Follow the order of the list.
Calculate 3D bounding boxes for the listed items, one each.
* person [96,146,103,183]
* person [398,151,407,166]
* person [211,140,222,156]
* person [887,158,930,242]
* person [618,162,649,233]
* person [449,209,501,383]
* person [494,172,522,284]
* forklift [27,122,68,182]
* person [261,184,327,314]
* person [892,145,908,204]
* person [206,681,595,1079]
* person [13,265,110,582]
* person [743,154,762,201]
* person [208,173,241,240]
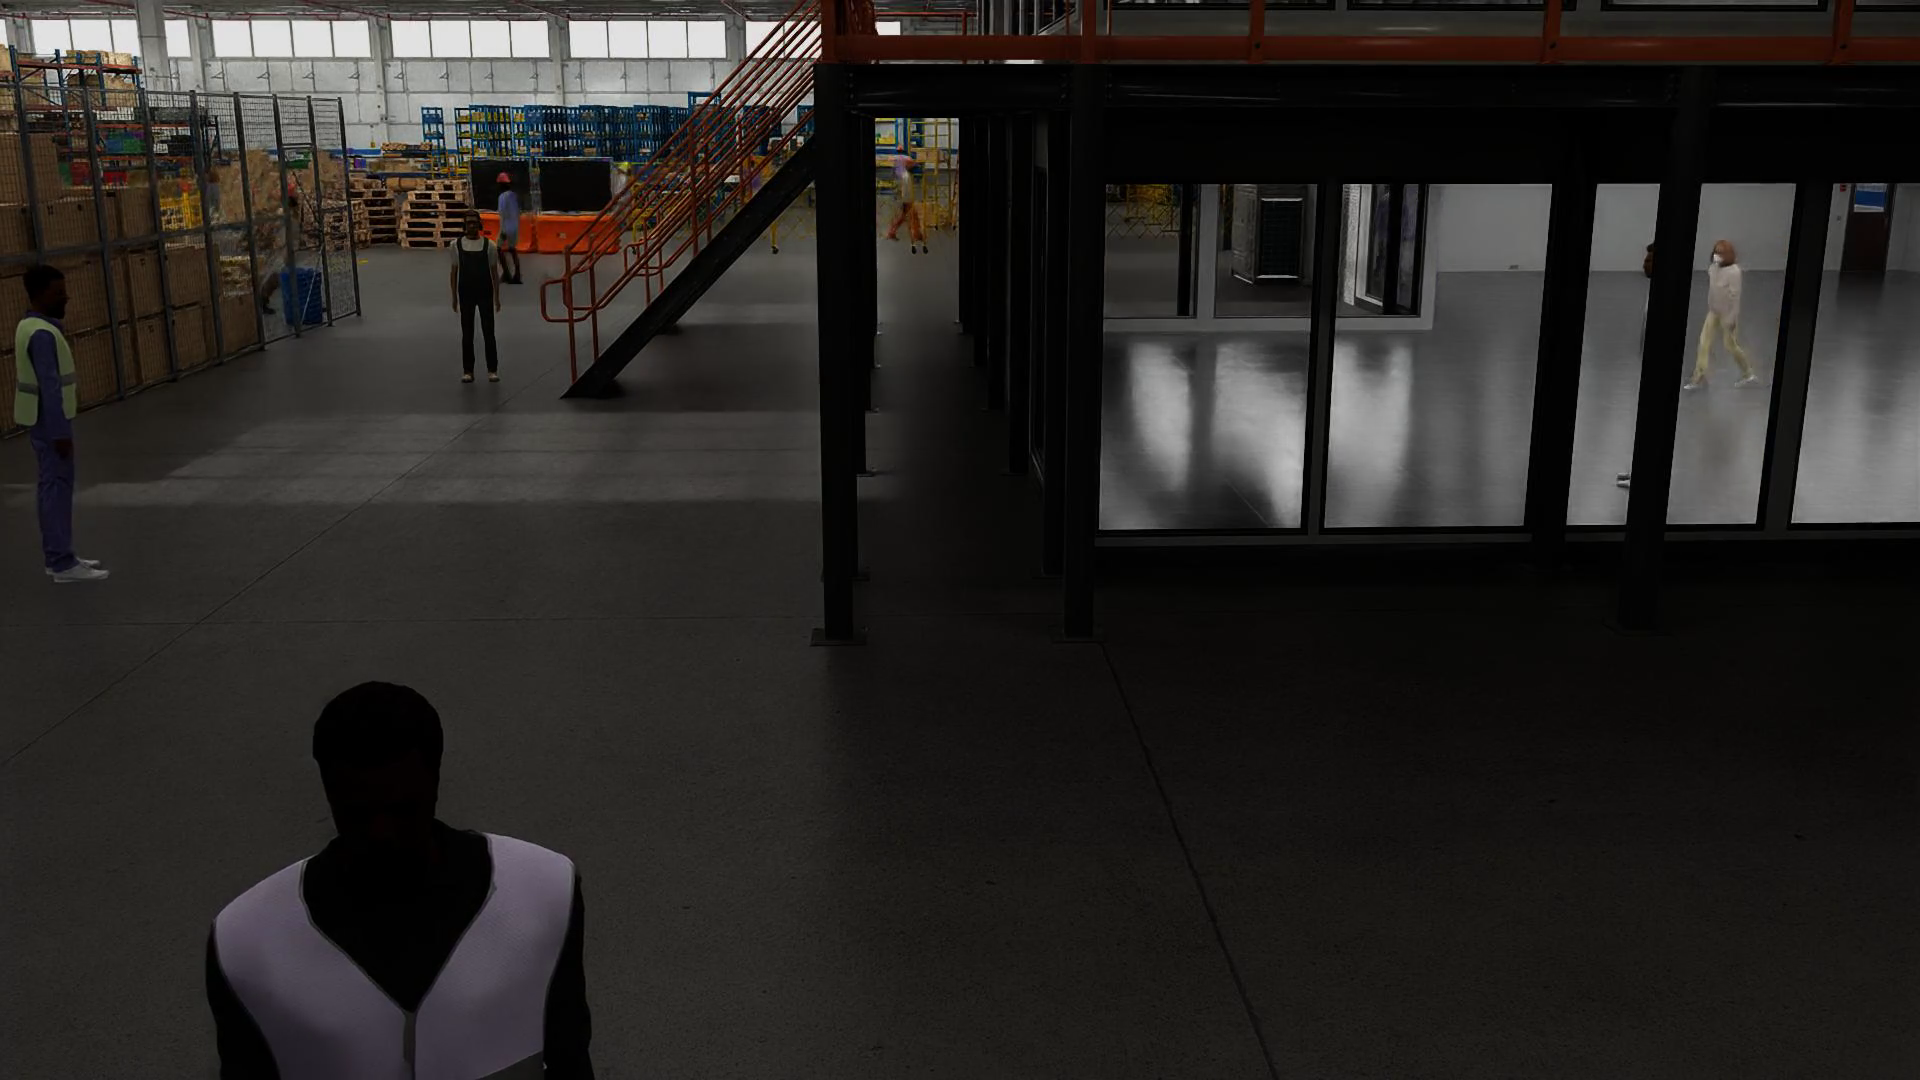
[{"bbox_3d":[-28.970,-12.243,55.964,0.384,2.041,0.615,-12,18,-39],"label":"person"},{"bbox_3d":[-24.524,-16.383,72.975,0.548,1.810,0.617,3,14,12],"label":"person"},{"bbox_3d":[-38.370,-19.684,85.897,0.629,1.938,1.018,-8,16,-30],"label":"person"},{"bbox_3d":[-1.252,-8.006,39.223,1.013,1.957,0.626,1,14,4],"label":"person"},{"bbox_3d":[-8.451,-8.707,42.350,0.931,1.778,0.622,-3,14,-13],"label":"person"},{"bbox_3d":[-5.207,-2.616,17.885,0.514,1.846,0.339,-4,14,-14],"label":"person"},{"bbox_3d":[-7.880,-5.389,28.815,0.566,1.918,0.582,5,15,17],"label":"person"},{"bbox_3d":[-35.376,-14.773,64.377,1.129,2.768,1.873,-1,14,-2],"label":"forklift"},{"bbox_3d":[-9.852,-4.234,24.273,0.980,1.899,0.561,-7,16,-27],"label":"person"},{"bbox_3d":[-2.052,-12.803,58.236,0.655,2.022,0.566,2,14,8],"label":"person"},{"bbox_3d":[-0.898,1.130,2.797,0.584,1.911,0.391,-5,15,-21],"label":"person"},{"bbox_3d":[-5.513,-0.701,10.090,0.394,1.916,0.590,-9,17,-32],"label":"person"},{"bbox_3d":[-5.921,-10.023,47.395,0.557,1.903,0.943,1,14,6],"label":"person"},{"bbox_3d":[-17.895,-8.049,40.123,0.507,1.587,0.859,10,17,34],"label":"person"}]
